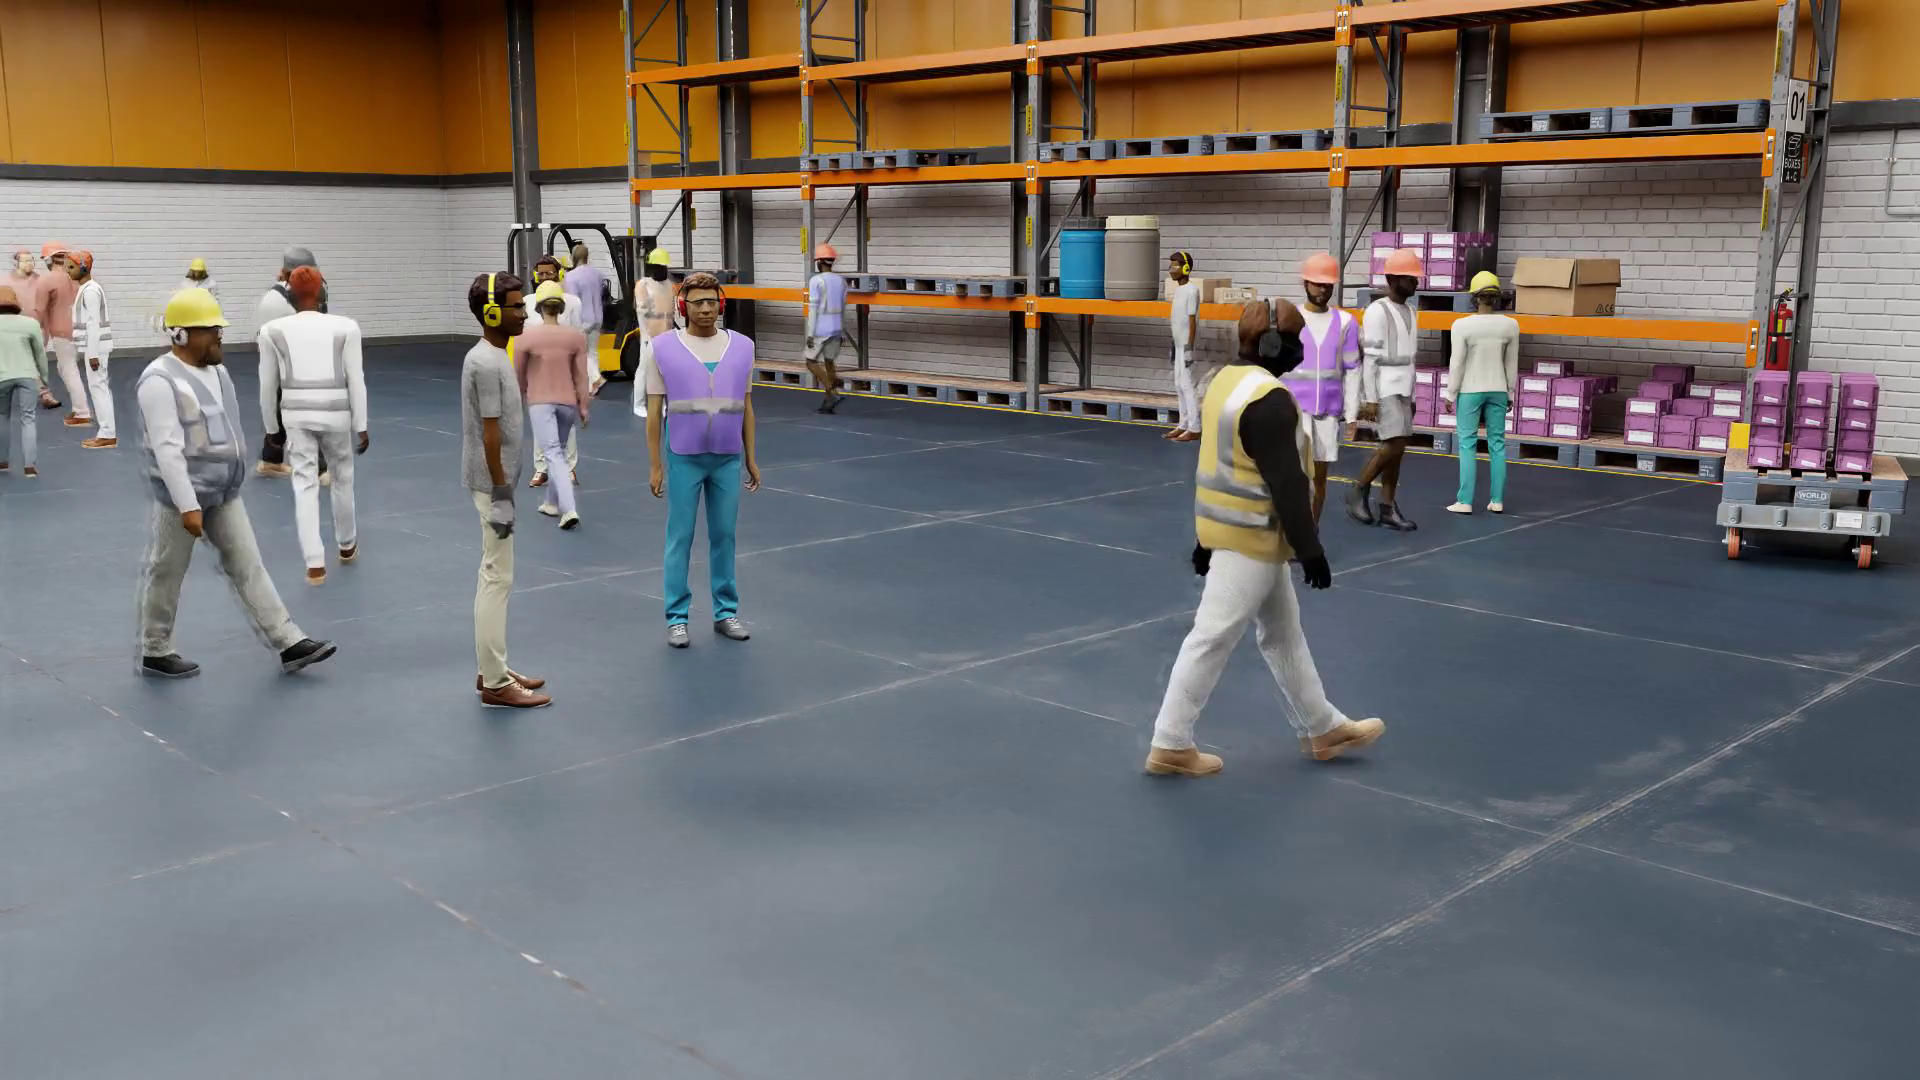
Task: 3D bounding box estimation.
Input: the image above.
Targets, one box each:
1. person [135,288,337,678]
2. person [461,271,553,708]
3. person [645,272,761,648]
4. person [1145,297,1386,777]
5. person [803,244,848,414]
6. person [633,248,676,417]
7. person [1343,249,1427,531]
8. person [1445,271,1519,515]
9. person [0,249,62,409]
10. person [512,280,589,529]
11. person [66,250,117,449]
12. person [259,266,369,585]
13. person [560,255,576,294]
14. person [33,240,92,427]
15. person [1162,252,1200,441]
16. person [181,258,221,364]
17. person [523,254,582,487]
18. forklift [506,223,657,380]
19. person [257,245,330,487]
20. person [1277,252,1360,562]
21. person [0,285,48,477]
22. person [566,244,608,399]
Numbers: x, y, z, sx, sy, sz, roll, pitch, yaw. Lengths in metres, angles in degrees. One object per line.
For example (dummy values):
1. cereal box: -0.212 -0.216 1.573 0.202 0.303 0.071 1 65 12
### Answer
1. person: -3.365 -0.233 7.506 0.941 1.778 0.610 2 11 9
2. person: -1.980 -0.217 7.192 0.333 1.873 0.517 -3 11 -16
3. person: -1.279 -0.400 8.260 0.571 1.843 0.373 -6 12 -28
4. person: 1.146 0.004 6.196 0.972 1.791 0.623 -1 10 -3
5. person: -1.497 -2.360 18.715 0.448 1.926 0.575 9 14 40
6. person: -3.278 -2.262 18.325 1.025 1.870 0.606 8 13 37
7. person: 2.958 -1.013 11.372 0.422 1.927 0.563 10 14 43
8. person: 3.780 -1.062 12.092 0.533 1.765 0.330 -2 11 -9
9. person: -10.888 -2.473 19.536 0.986 1.852 0.664 6 12 30
10. person: -2.846 -0.954 11.653 0.522 1.717 0.947 -8 13 -36
11. person: -8.261 -1.807 15.849 0.349 1.879 0.578 -5 12 -26
12. person: -3.844 -0.701 9.926 0.587 1.835 0.956 -4 11 -19
13. person: -6.129 -3.581 25.967 0.343 1.720 0.628 -2 11 -13
14. person: -9.504 -2.172 17.595 0.612 1.963 0.608 2 11 12
15. person: 2.204 -1.901 16.421 0.318 1.860 0.511 -2 11 -11
16. person: -10.843 -3.181 23.809 0.501 1.719 0.755 -3 11 -16
17. person: -3.289 -1.357 13.409 0.508 1.872 0.329 -1 10 -5
18. forklift: -5.316 -3.263 22.920 2.313 2.155 1.214 -10 14 -44
19. person: -5.475 -1.469 13.556 1.001 2.000 0.749 2 11 9
20. person: 2.170 -0.801 10.244 0.586 1.916 0.523 -1 10 -3
21. person: -8.014 -1.346 14.085 0.512 1.601 0.735 -5 12 -26
22. person: -4.582 -2.685 20.534 0.490 1.920 0.643 6 12 31
